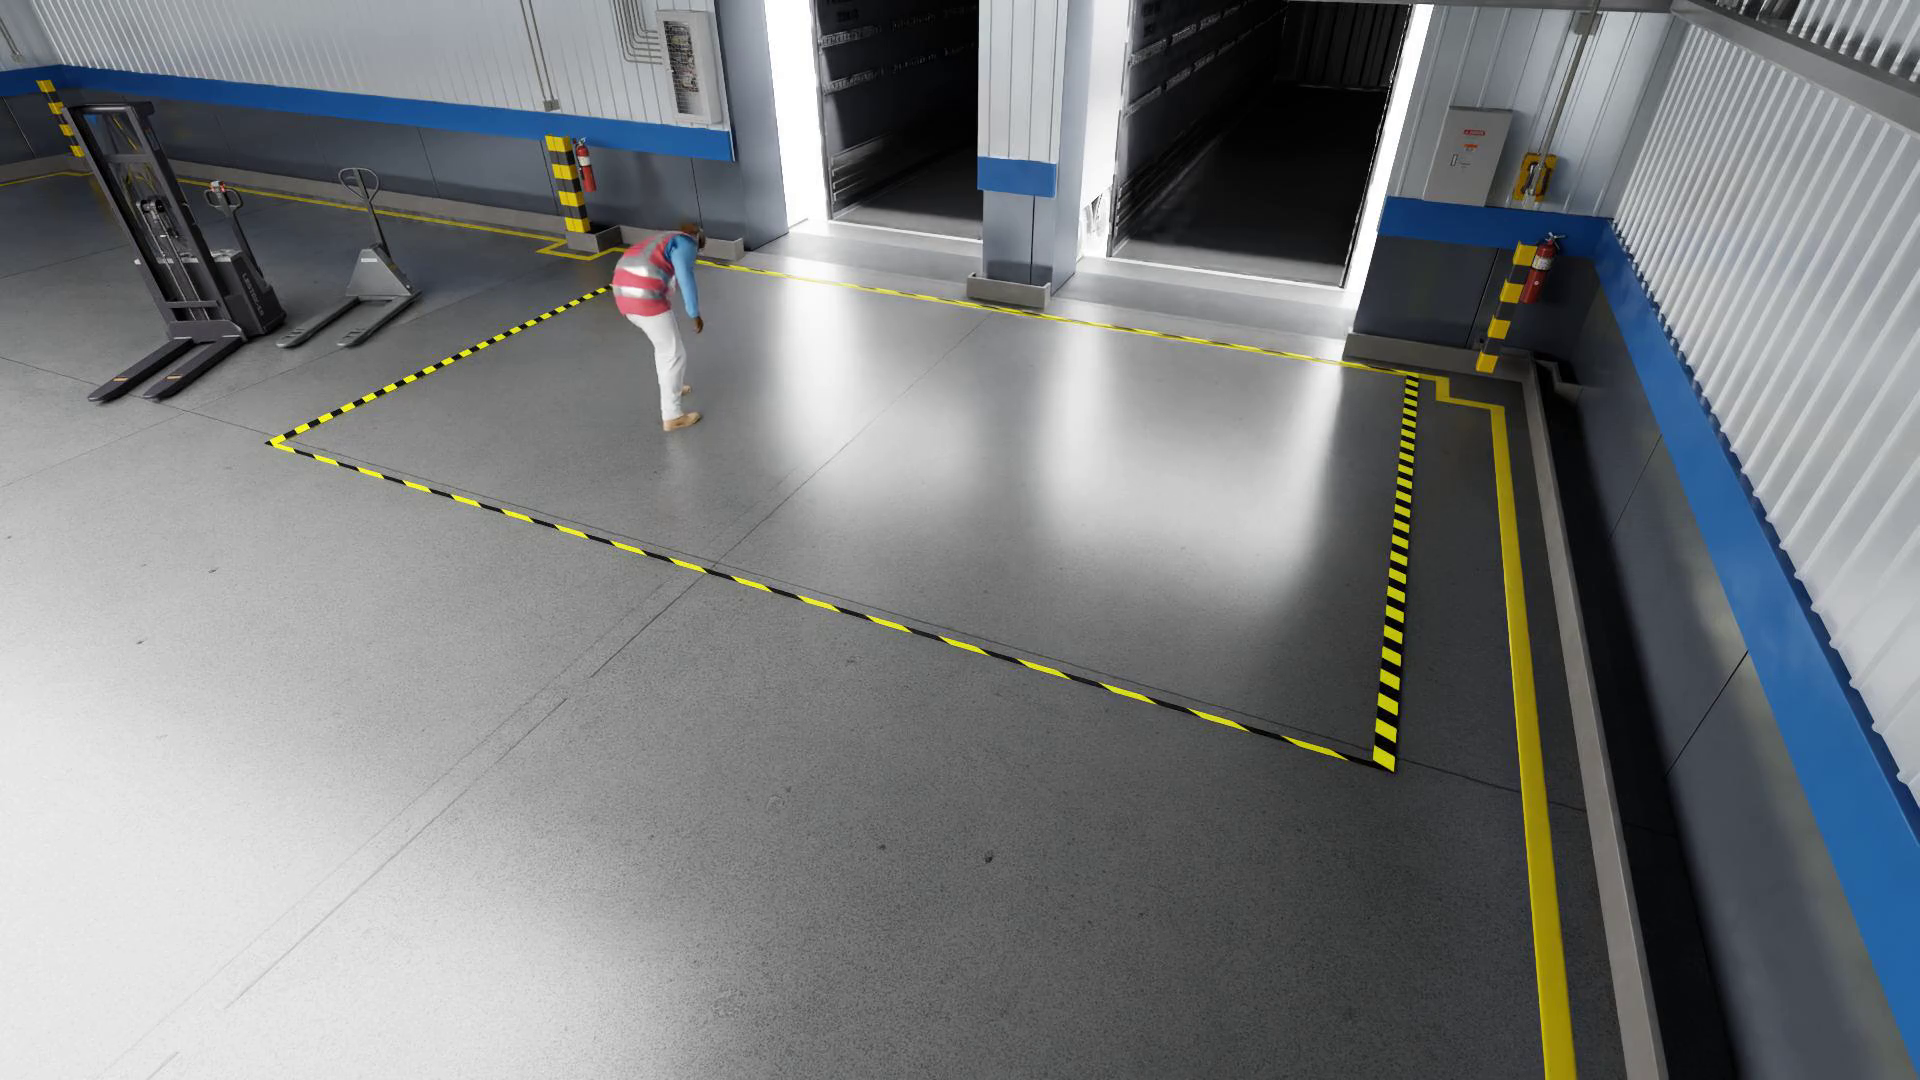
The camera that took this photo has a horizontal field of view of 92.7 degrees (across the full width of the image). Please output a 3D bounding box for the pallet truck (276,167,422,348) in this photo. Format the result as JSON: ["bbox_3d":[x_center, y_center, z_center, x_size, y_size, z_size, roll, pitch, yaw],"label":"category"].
[{"bbox_3d":[-5.732,-2.611,8.414,0.680,1.201,1.601,-1,35,-1],"label":"pallet truck"}]

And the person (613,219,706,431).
[{"bbox_3d":[-2.167,-1.674,7.001,0.881,1.356,0.900,-29,44,-35],"label":"person"}]

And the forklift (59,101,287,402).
[{"bbox_3d":[-6.686,-2.387,7.434,0.823,1.965,1.885,-3,35,-5],"label":"forklift"}]
